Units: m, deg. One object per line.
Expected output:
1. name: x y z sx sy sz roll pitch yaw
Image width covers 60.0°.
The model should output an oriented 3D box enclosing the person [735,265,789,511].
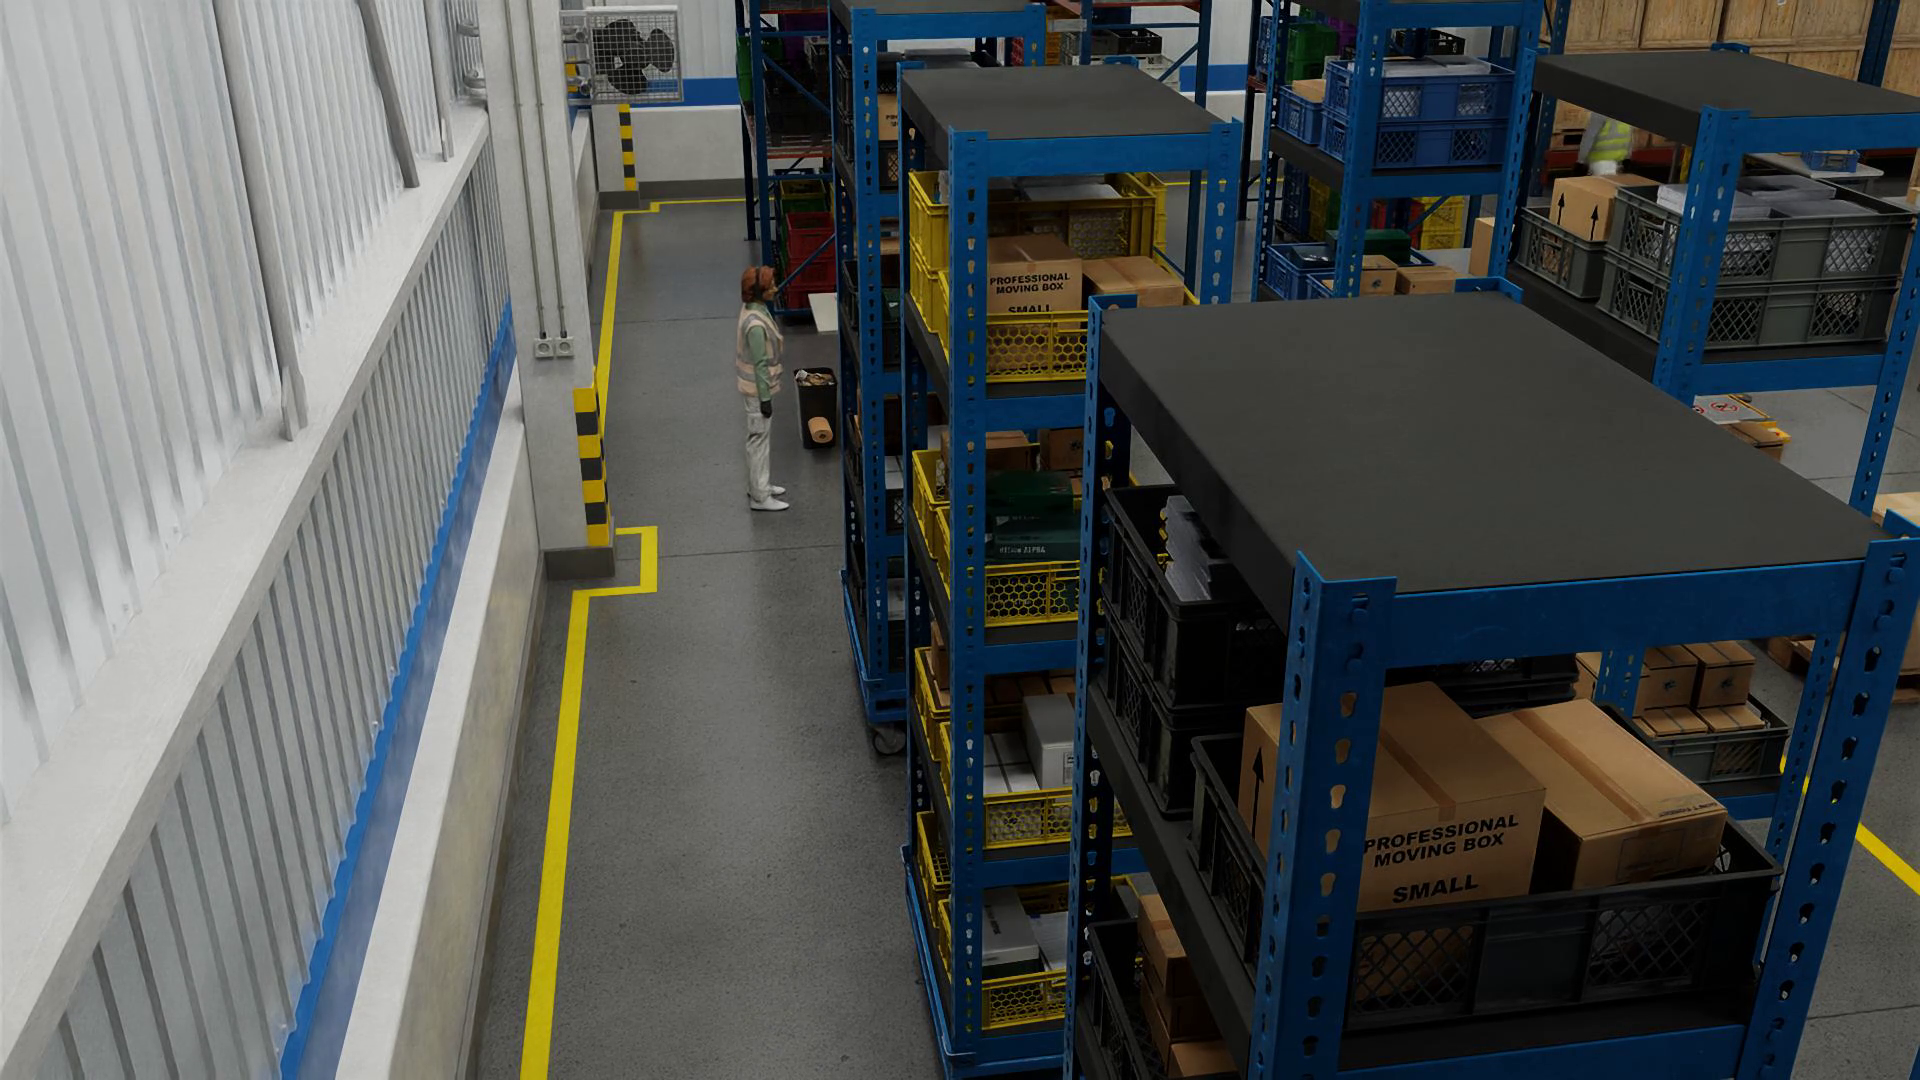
1. person: -1.292 -0.980 10.780 0.312 1.633 0.519 -3 25 -7

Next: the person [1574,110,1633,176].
1. person: 6.629 -3.917 16.984 0.625 1.793 0.954 -20 31 -37

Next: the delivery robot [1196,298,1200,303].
1. delivery robot: 1.755 -1.843 13.827 0.477 0.478 0.707 10 27 21

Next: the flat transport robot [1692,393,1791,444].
1. flat transport robot: 5.224 -0.859 12.132 1.431 0.197 0.652 -4 25 -8

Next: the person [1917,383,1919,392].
1. person: 7.738 -1.965 12.680 0.592 1.834 0.404 2 25 4
